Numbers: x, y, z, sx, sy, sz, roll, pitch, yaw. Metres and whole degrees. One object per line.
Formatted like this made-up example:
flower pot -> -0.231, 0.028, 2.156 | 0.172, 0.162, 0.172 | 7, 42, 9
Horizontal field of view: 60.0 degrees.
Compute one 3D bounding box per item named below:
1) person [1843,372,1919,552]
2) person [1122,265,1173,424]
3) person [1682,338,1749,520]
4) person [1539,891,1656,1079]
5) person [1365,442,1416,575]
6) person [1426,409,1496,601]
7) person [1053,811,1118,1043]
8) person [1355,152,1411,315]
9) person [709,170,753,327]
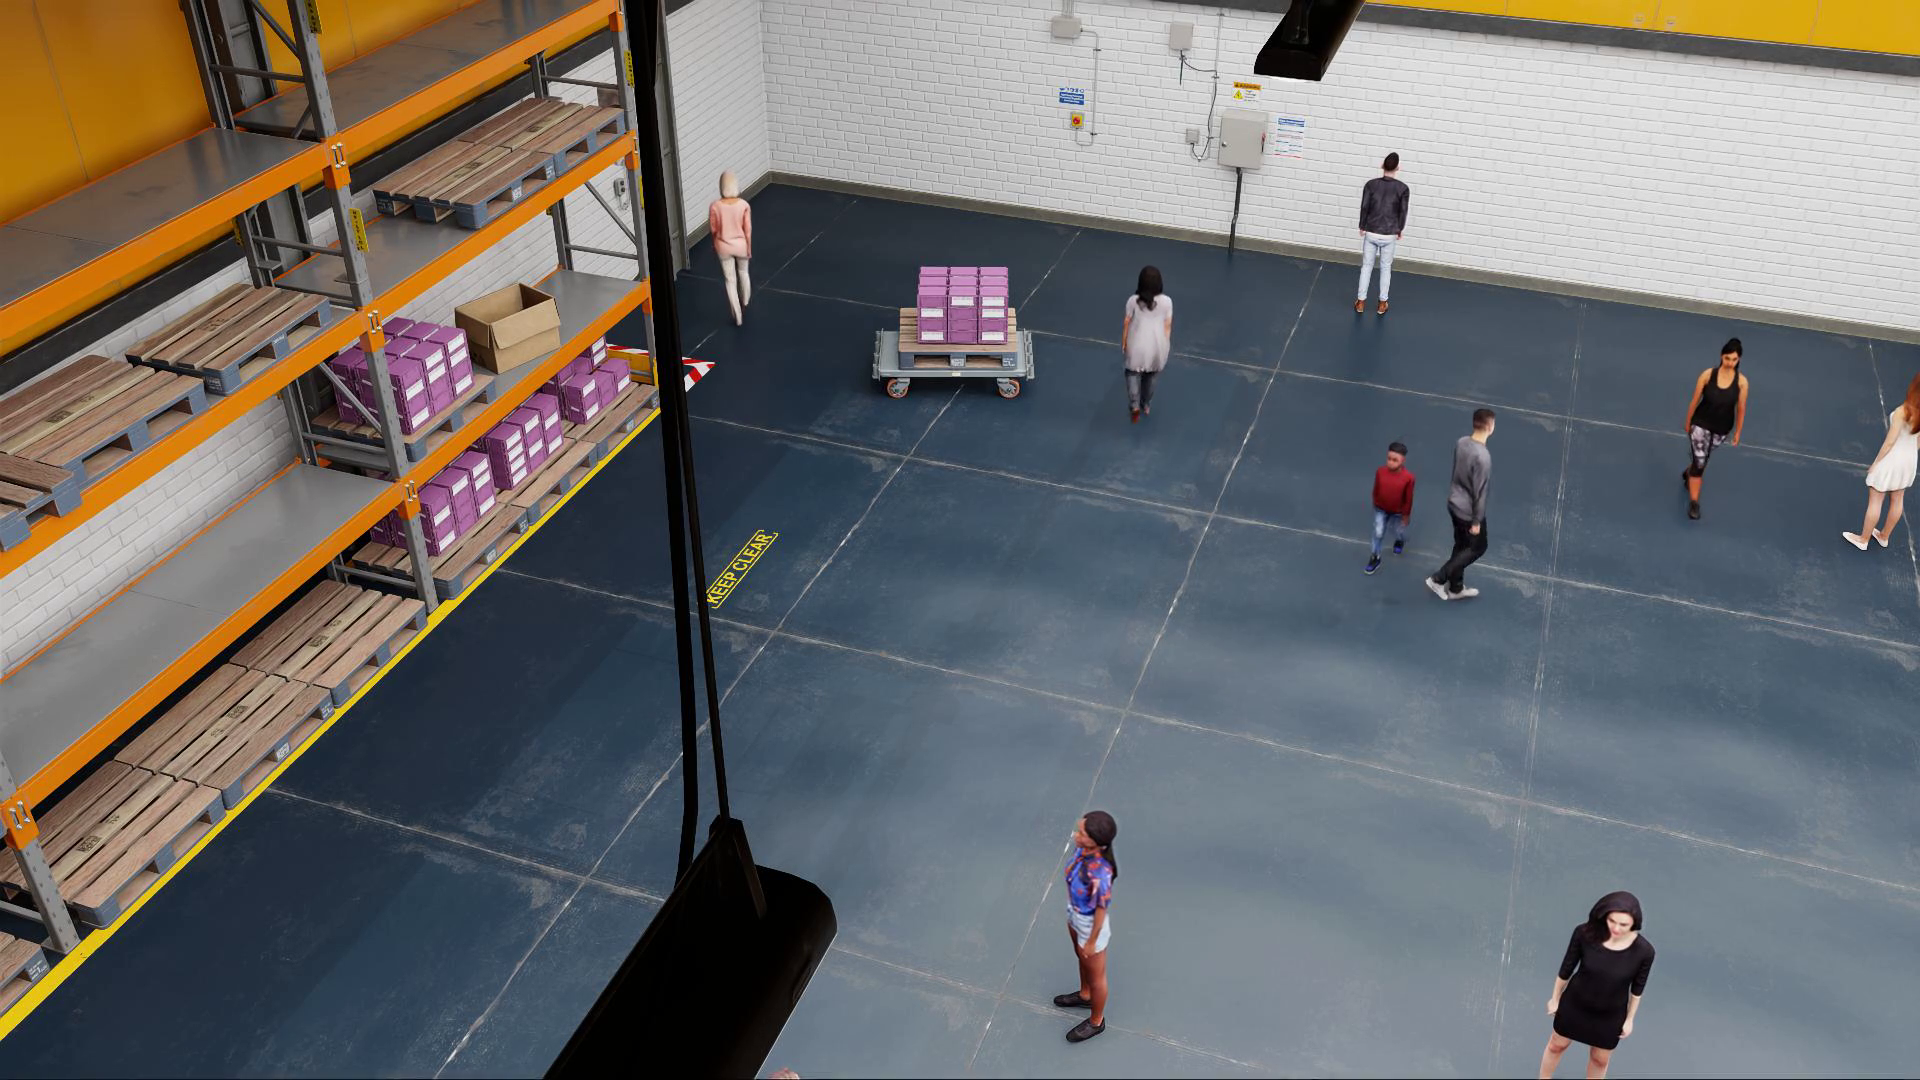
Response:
person -> 8.089, -0.687, 14.350 | 0.647, 1.712, 0.678 | -7, 34, -10
person -> 1.828, -1.879, 16.255 | 0.788, 1.589, 0.939 | 1, 34, 1
person -> 6.779, -1.067, 15.006 | 0.685, 1.620, 1.103 | 7, 34, 11
person -> 3.531, 2.629, 9.278 | 0.617, 1.804, 0.507 | 15, 36, 21
person -> 3.702, -0.309, 14.206 | 0.578, 1.242, 0.757 | 19, 38, 26
person -> 4.091, -0.242, 13.655 | 0.924, 1.741, 0.868 | -7, 34, -10
person -> 0.768, 2.270, 9.876 | 0.726, 1.741, 0.619 | -6, 34, -9
person -> 4.625, -3.368, 18.273 | 0.661, 1.835, 0.555 | 9, 35, 13
person -> -2.475, -3.139, 18.048 | 0.889, 1.703, 1.023 | -7, 34, -10
